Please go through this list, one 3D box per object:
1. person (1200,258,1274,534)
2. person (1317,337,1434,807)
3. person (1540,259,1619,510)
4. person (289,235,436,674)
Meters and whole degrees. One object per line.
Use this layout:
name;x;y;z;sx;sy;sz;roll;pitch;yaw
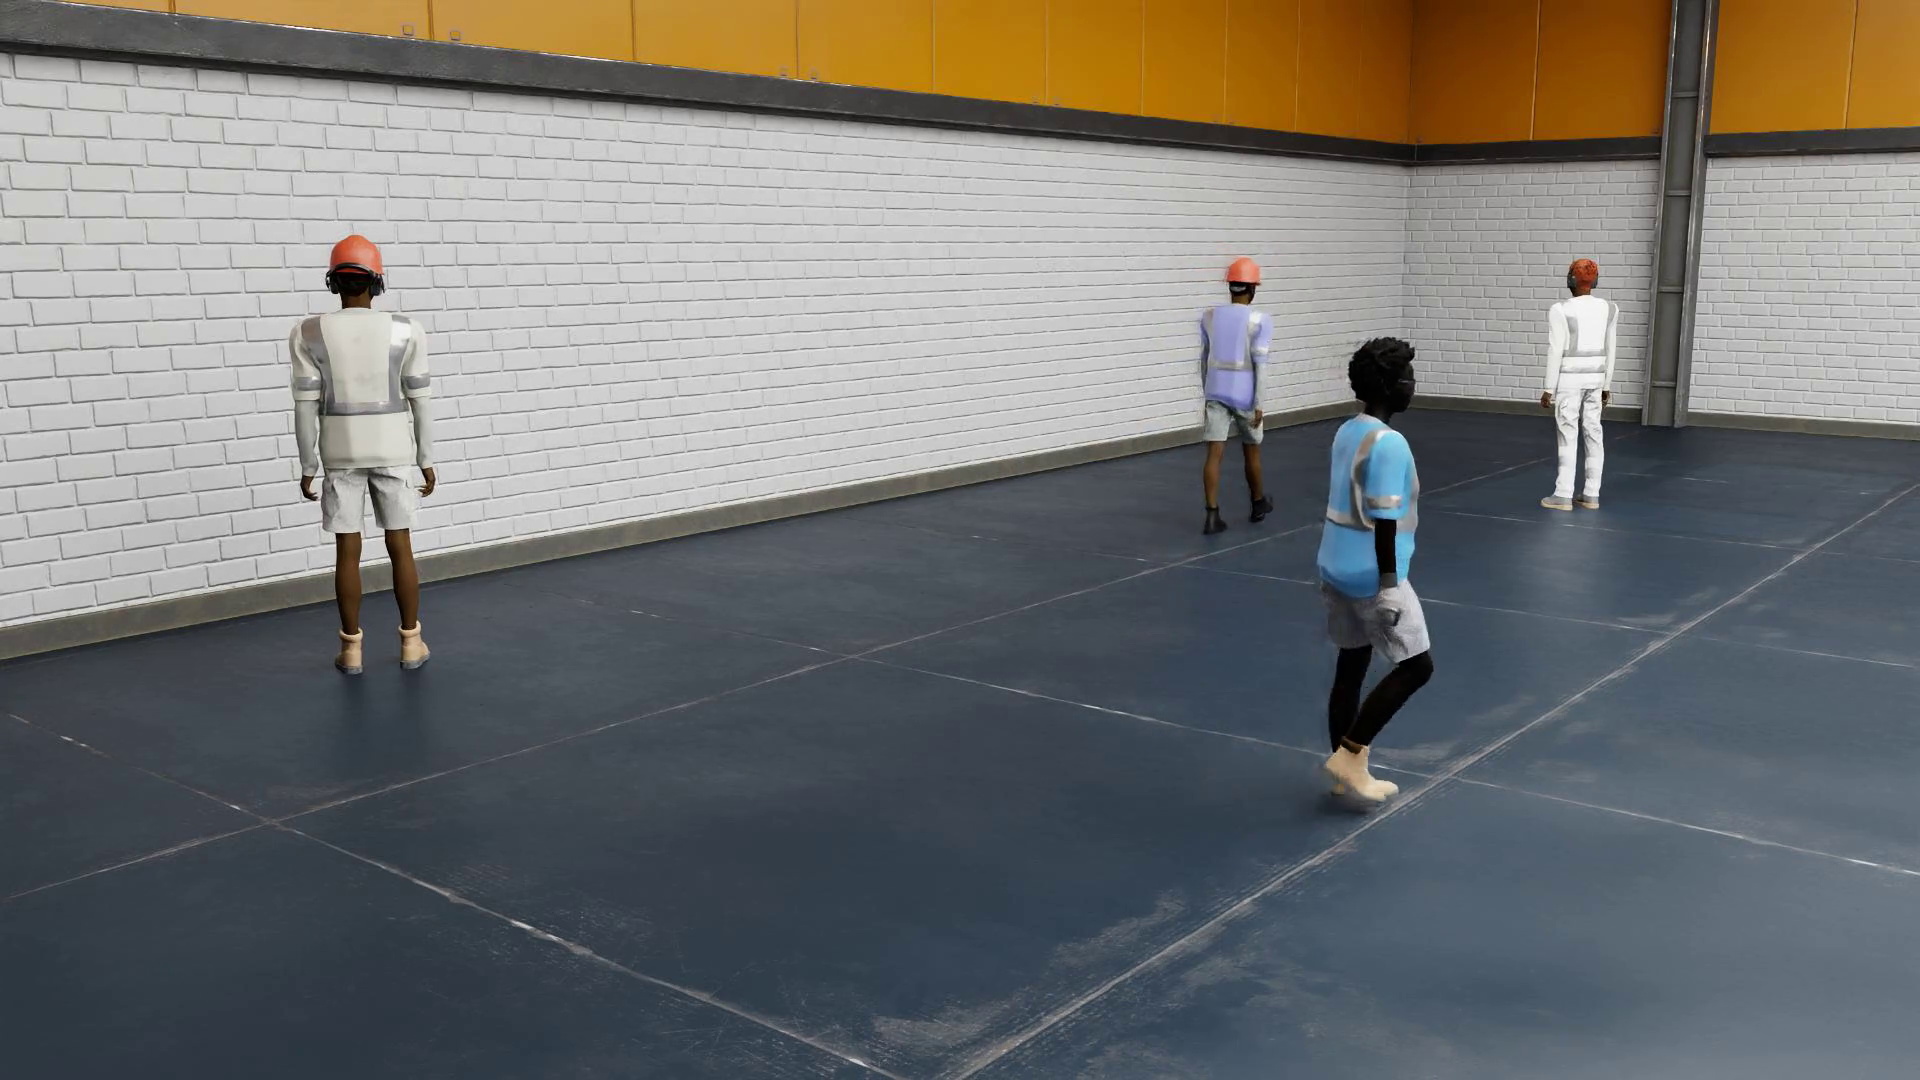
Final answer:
person;1.949;-1.019;11.681;0.565;1.882;0.978;6;12;29
person;1.462;0.128;5.878;0.366;1.685;0.551;-1;10;-6
person;4.643;-1.161;12.503;0.574;1.882;0.358;-3;11;-15
person;-2.781;-0.392;7.796;0.615;2.042;0.372;-4;11;-20
